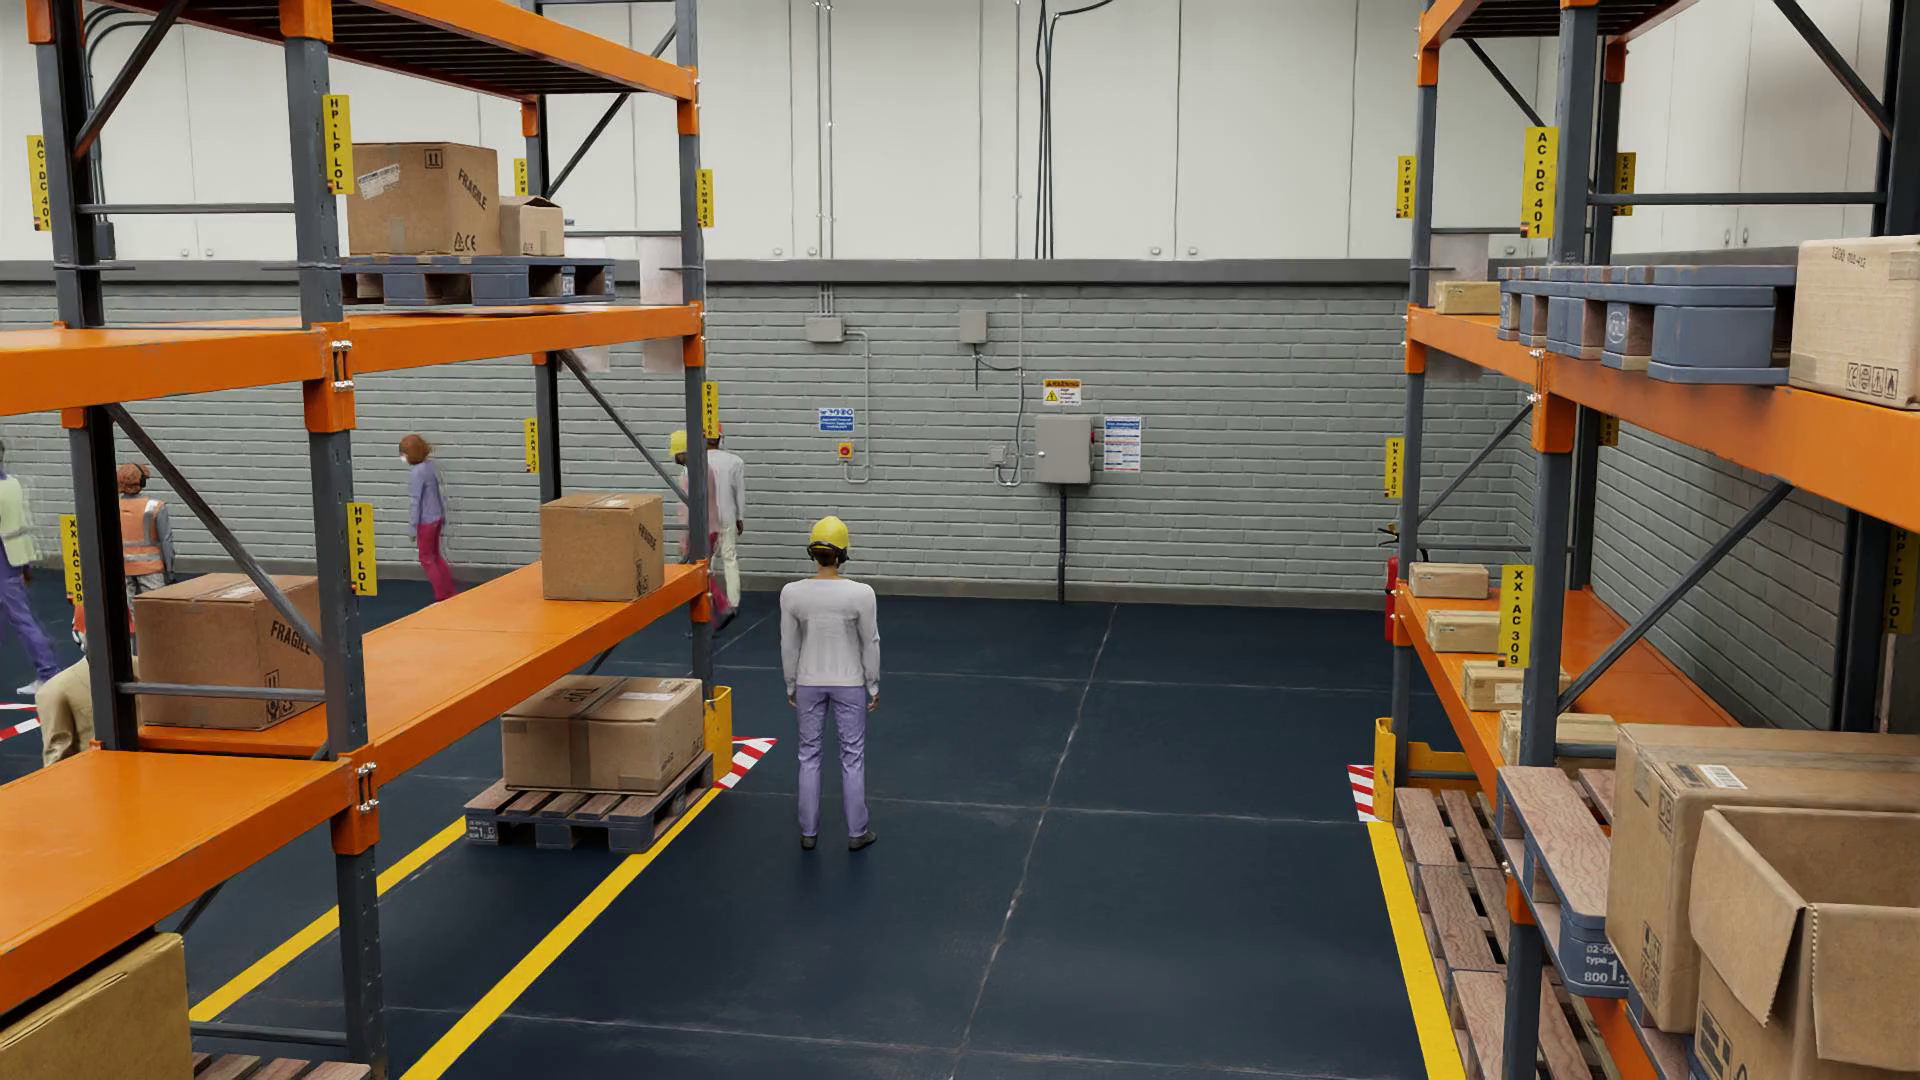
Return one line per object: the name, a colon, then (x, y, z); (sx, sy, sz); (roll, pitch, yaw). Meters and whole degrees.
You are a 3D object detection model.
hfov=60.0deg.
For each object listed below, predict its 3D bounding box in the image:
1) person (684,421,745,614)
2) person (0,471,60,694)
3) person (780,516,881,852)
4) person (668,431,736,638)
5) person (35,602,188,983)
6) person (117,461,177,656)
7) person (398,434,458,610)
person: (-2.168, -0.201, 14.619); (0.573, 1.749, 0.342); (-5, 11, -29)
person: (-6.928, 0.196, 11.807); (0.980, 1.866, 0.604); (-2, 9, -13)
person: (-0.672, 0.755, 8.686); (0.525, 1.769, 0.309); (1, 9, 7)
person: (-2.152, -0.040, 13.650); (0.392, 1.741, 0.575); (3, 10, 19)
person: (-3.463, 1.059, 6.844); (0.334, 1.749, 0.575); (4, 10, 24)
person: (-6.030, 0.245, 12.221); (0.522, 1.640, 0.306); (-1, 9, -5)
person: (-4.730, -0.152, 14.756); (0.407, 1.604, 0.561); (0, 9, -2)
